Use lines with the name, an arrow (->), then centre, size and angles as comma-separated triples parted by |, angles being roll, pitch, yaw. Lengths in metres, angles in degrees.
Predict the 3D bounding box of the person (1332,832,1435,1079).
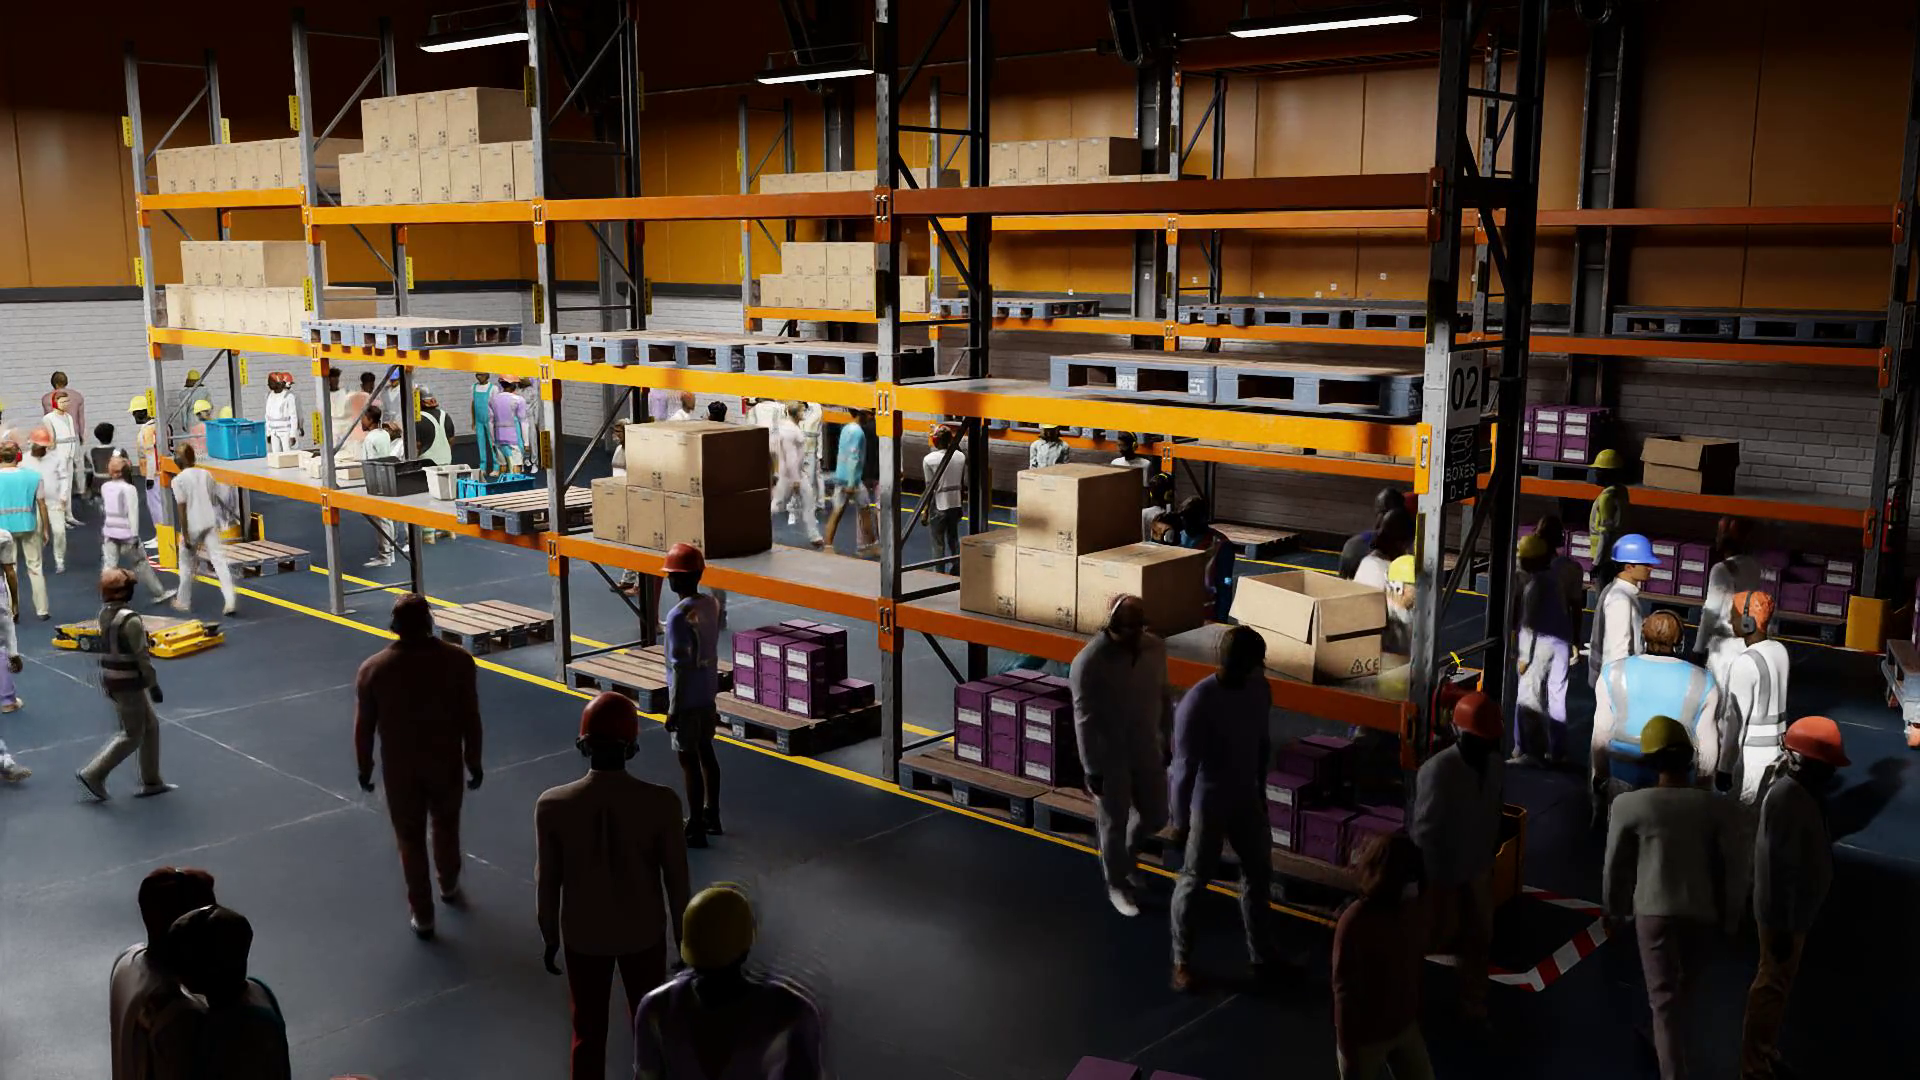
person -> 1.622, 1.883, 6.213 | 0.525, 1.618, 0.492 | -7, 12, -33

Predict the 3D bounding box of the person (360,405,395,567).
person -> -6.882, -0.642, 19.662 | 0.392, 1.922, 0.592 | -1, 10, -5

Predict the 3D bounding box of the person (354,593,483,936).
person -> -3.030, 1.211, 9.315 | 0.671, 1.867, 0.822 | -4, 11, -22

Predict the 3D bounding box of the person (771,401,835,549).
person -> -2.127, -0.817, 20.754 | 1.028, 1.894, 0.642 | 1, 10, 7

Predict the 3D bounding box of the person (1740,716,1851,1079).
person -> 3.687, 1.620, 7.349 | 0.337, 1.747, 0.573 | 6, 12, 32

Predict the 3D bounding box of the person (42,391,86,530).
person -> -12.039, -1.068, 22.276 | 0.395, 1.847, 0.564 | 0, 10, -1

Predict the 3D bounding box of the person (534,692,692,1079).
person -> -1.405, 1.596, 6.797 | 0.622, 1.993, 0.382 | -1, 10, -6

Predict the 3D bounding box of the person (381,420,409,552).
person -> -6.985, -0.665, 20.583 | 0.522, 1.639, 0.306 | 4, 11, 21

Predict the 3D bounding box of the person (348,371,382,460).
person -> -8.837, -1.528, 24.657 | 0.609, 1.932, 0.782 | 4, 11, 20

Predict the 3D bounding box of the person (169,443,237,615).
person -> -7.769, -0.101, 17.021 | 1.003, 1.793, 0.534 | 6, 12, 30

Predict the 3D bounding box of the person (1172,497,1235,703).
person -> 1.834, 0.569, 13.065 | 0.639, 1.837, 0.430 | 8, 13, 38

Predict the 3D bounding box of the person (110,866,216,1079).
person -> -2.454, 1.928, 5.260 | 0.372, 1.878, 0.589 | -9, 13, -40

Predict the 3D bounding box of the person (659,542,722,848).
person -> -1.712, 0.972, 10.483 | 0.357, 1.936, 0.551 | 3, 10, 17

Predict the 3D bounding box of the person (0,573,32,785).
person -> -6.966, 0.813, 11.706 | 0.983, 1.832, 0.583 | 5, 11, 26

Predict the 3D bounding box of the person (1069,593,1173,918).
person -> 0.922, 1.197, 9.386 | 0.683, 1.880, 0.451 | -5, 11, -26

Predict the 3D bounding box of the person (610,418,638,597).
person -> -3.576, -0.357, 17.996 | 0.370, 1.941, 0.627 | -7, 12, -34

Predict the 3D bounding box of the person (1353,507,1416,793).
person -> 2.938, 0.757, 11.409 | 0.540, 2.000, 0.697 | 6, 11, 29

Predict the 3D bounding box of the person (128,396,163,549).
person -> -10.177, -0.855, 20.897 | 0.399, 1.912, 0.591 | -5, 11, -24

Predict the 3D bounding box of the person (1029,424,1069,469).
person -> 1.087, -0.653, 20.223 | 0.492, 1.743, 0.295 | 0, 10, -2

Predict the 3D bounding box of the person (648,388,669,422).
person -> -4.633, -1.608, 25.042 | 0.388, 1.947, 0.614 | 7, 12, 36

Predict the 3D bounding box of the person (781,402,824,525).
person -> -2.149, -1.165, 22.637 | 0.587, 1.915, 0.391 | -3, 11, -18

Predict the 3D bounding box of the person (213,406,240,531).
person -> -9.446, -0.879, 21.530 | 0.507, 1.722, 0.556 | -7, 12, -33

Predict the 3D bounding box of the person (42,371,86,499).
person -> -13.287, -1.539, 24.681 | 0.364, 1.939, 0.636 | 5, 11, 26

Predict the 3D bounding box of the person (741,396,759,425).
person -> -3.011, -1.372, 24.296 | 0.354, 1.741, 0.568 | 1, 10, 5

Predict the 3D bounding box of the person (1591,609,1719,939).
person -> 3.756, 1.280, 9.020 | 0.633, 1.841, 0.429 | 5, 11, 25

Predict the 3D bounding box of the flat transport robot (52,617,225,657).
flat transport robot -> -7.750, 0.886, 15.682 | 1.431, 0.197, 0.652 | 3, 11, 18

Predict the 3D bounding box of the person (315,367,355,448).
person -> -9.552, -1.699, 25.540 | 0.624, 1.947, 0.553 | -3, 10, -14

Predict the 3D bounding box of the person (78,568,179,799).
person -> -5.702, 0.994, 11.311 | 0.589, 1.602, 0.526 | -8, 13, -37

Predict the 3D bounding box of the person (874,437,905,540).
person -> -0.918, -0.915, 21.210 | 0.386, 1.924, 0.549 | 9, 13, 41

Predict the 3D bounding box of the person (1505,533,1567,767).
person -> 4.200, 0.796, 12.096 | 0.431, 1.722, 0.516 | 7, 12, 36

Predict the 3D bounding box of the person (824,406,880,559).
person -> -1.249, -0.727, 19.983 | 1.002, 1.971, 0.612 | -5, 11, -27
